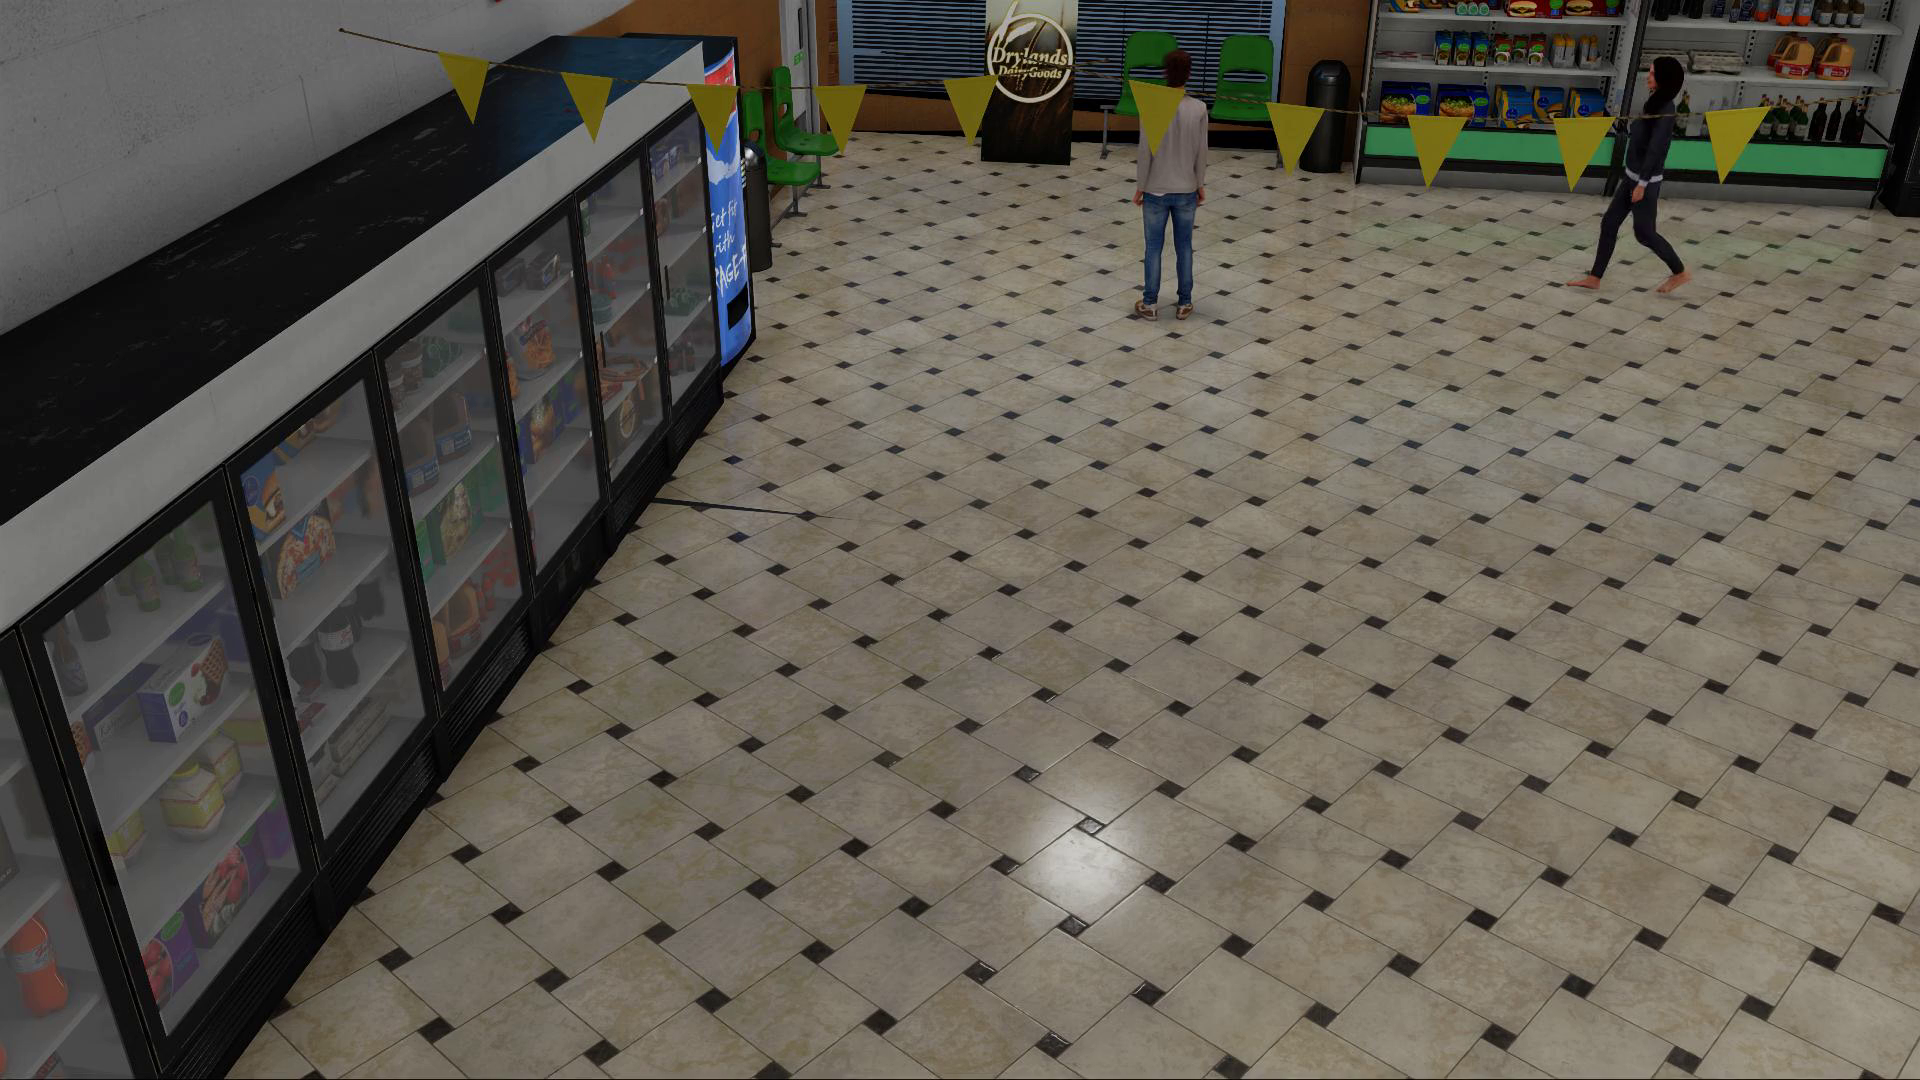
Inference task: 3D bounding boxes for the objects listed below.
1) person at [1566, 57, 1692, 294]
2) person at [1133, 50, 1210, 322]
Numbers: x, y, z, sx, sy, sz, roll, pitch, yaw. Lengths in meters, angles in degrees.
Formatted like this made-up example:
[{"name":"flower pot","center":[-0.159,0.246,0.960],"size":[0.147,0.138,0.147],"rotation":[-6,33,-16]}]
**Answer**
[{"name":"person","center":[5.070,-2.609,12.137],"size":[1.110,1.735,0.668],"rotation":[2,29,4]},{"name":"person","center":[1.489,-2.475,11.721],"size":[0.596,1.898,0.771],"rotation":[-1,29,-2]}]
